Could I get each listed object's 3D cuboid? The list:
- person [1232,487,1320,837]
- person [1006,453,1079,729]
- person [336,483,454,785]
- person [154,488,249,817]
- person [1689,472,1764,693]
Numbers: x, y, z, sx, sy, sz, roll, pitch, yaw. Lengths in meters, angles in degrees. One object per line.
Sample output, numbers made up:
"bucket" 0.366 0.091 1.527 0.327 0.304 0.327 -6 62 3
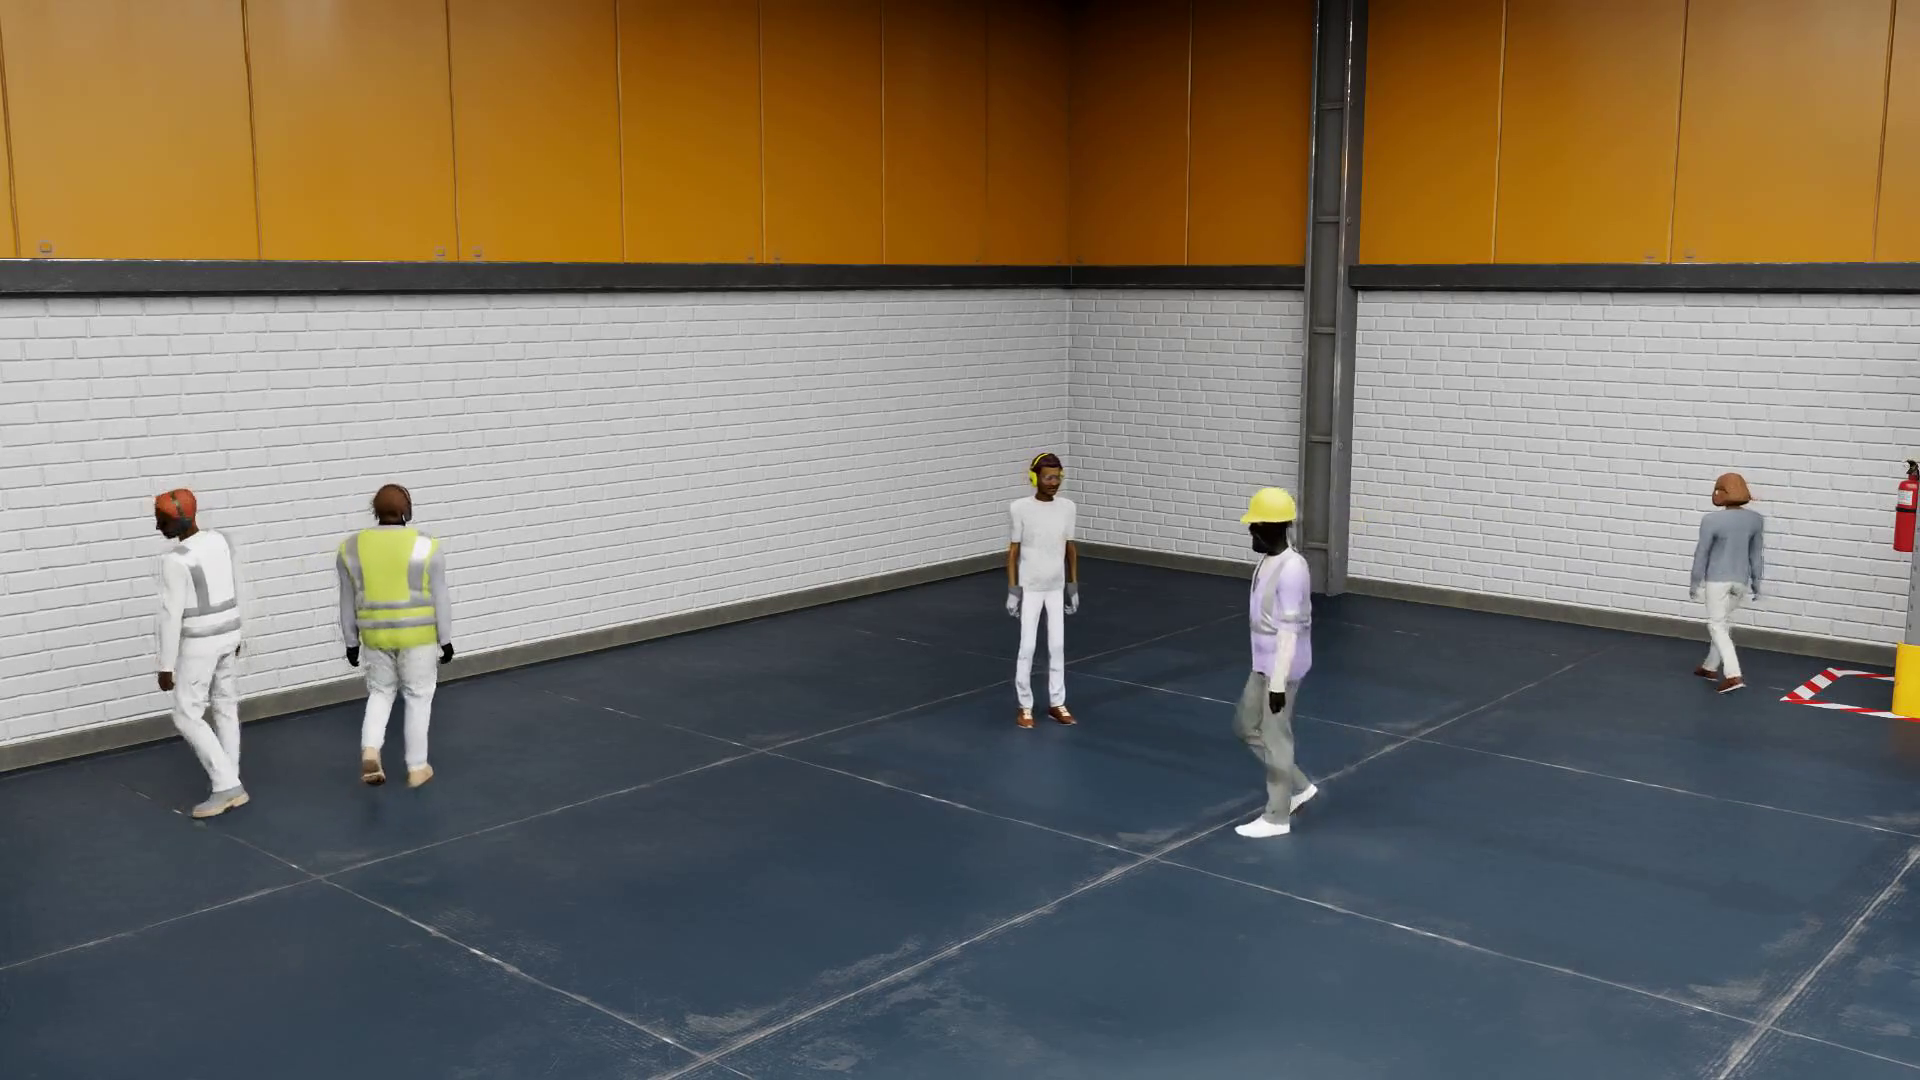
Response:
"person" 1.676 0.665 8.924 0.411 1.913 0.614 0 9 -2
"person" 0.565 0.338 11.173 0.515 1.860 0.324 -3 10 -20
"person" -3.304 0.578 9.759 0.633 1.827 0.541 0 9 -1
"person" -4.225 0.624 9.399 0.449 1.859 0.642 2 9 12
"person" 5.619 0.302 12.193 0.515 1.606 0.756 -2 9 -11
